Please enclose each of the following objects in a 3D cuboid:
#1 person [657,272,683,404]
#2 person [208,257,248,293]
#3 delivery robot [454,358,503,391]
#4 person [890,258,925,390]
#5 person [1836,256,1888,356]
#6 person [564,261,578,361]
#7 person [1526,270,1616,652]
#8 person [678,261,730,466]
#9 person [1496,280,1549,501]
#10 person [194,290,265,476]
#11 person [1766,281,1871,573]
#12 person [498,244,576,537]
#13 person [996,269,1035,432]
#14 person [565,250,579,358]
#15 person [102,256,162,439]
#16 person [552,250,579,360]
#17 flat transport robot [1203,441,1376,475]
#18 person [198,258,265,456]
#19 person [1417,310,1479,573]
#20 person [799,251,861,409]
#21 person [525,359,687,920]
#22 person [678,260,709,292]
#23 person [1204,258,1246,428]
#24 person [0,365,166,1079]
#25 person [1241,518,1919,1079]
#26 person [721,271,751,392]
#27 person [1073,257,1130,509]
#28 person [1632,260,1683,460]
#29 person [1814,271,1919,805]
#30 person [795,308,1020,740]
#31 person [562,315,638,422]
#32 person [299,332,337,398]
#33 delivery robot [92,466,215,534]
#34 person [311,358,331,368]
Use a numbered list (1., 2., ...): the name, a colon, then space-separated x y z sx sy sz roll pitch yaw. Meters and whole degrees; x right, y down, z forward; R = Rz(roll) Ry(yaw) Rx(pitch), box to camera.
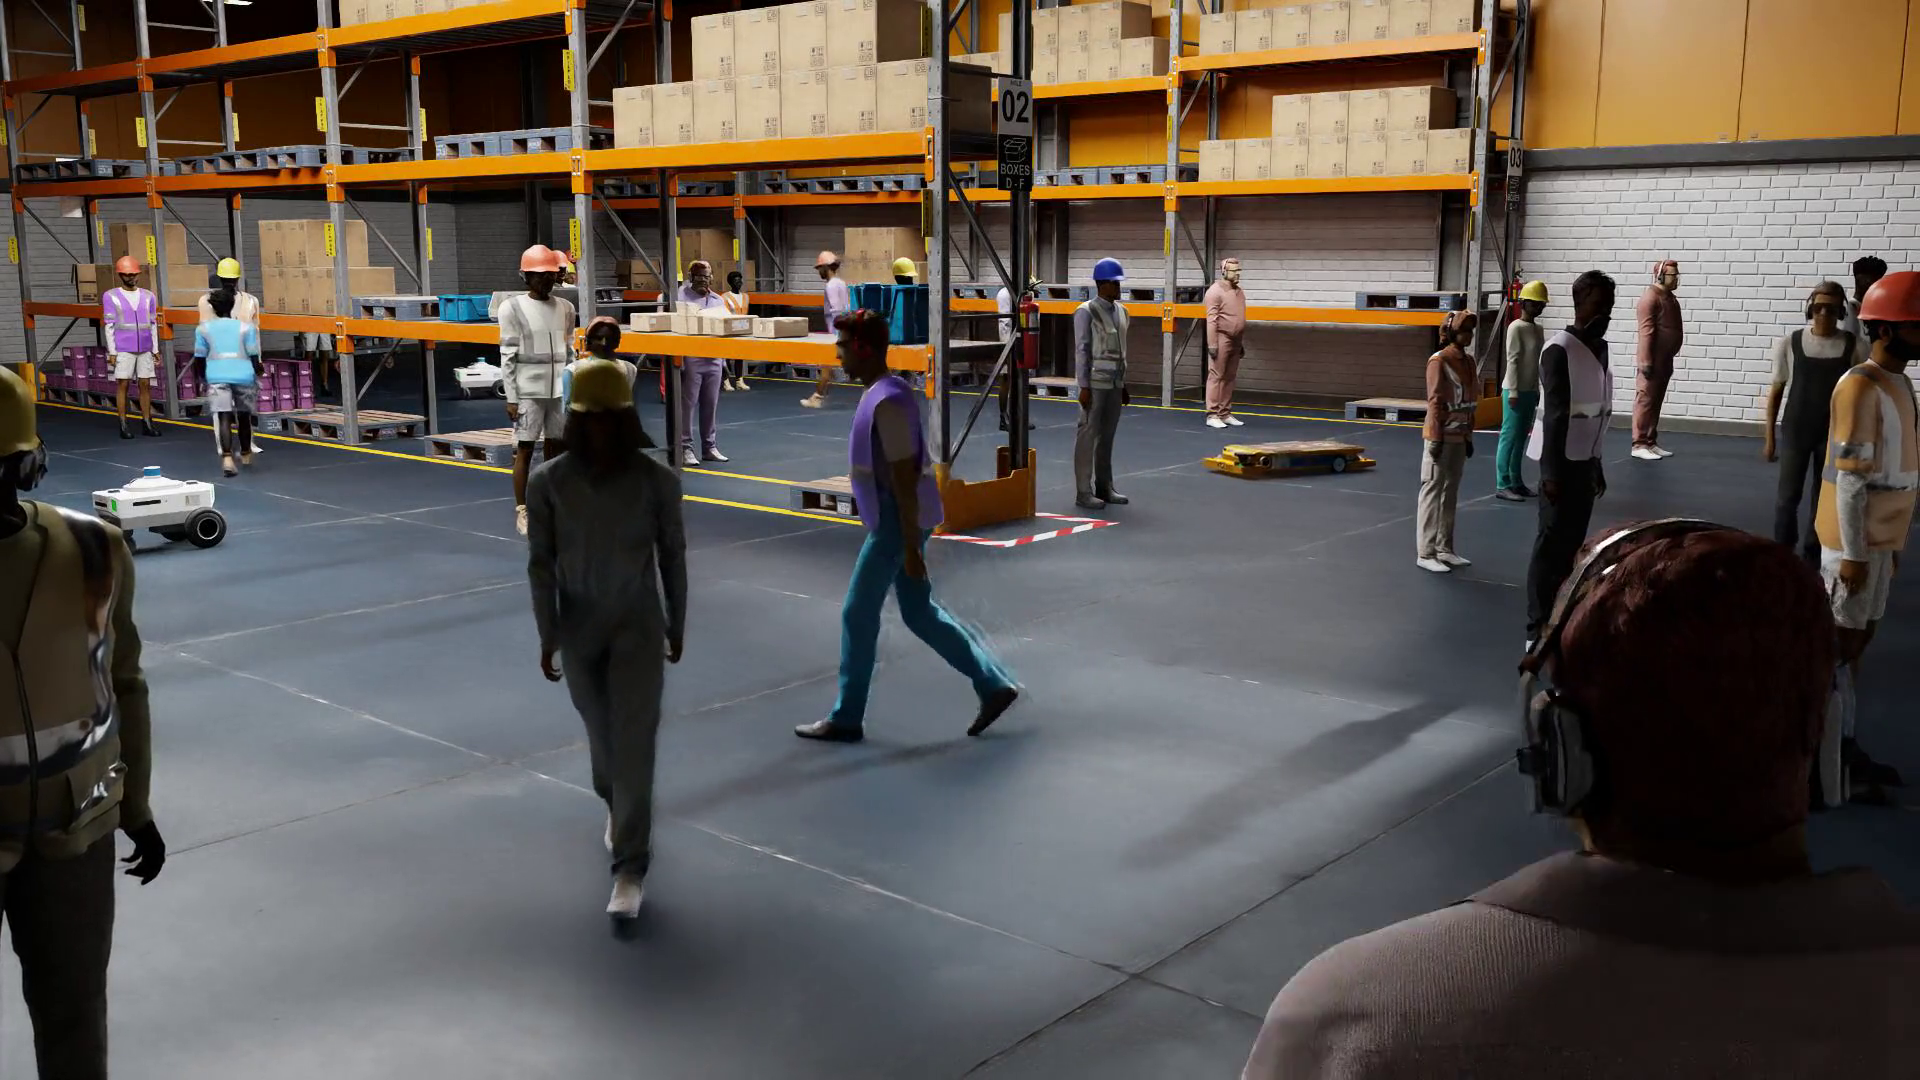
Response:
1. person: -3.696 -2.641 21.612 0.329 1.765 0.525 9 13 42
2. person: -11.819 -3.623 26.865 0.643 1.894 1.007 -4 11 -23
3. delivery robot: -6.404 -2.200 22.268 0.707 0.478 0.477 -4 11 -22
4. person: -0.568 -1.812 16.419 0.384 1.928 0.588 9 13 42
5. person: 6.905 -1.206 12.865 0.374 1.963 0.608 9 13 42
6. person: -5.720 -3.151 24.311 0.404 1.834 0.591 9 13 42
7. person: 3.037 -0.372 8.260 0.399 1.916 0.590 9 13 42
8. person: -2.421 -1.659 15.623 0.400 1.905 0.643 9 13 42
9. person: 4.556 -1.200 13.408 0.329 1.765 0.525 9 13 42
10. person: -6.560 -1.419 14.961 0.565 1.645 0.897 -5 11 -25
11. person: 5.018 -0.597 9.767 0.507 1.831 0.452 4 11 22
12. person: -2.936 -1.047 11.734 0.392 2.045 0.608 9 13 42
13. person: 0.648 -2.170 18.442 0.376 1.934 0.546 9 13 42
14. person: -6.165 -3.595 26.392 0.392 1.991 0.613 9 13 42
15. person: -8.807 -2.050 17.745 0.375 1.939 0.546 9 13 42
16. person: -4.326 -2.114 17.945 0.390 1.995 0.613 9 13 42
17. flat transport robot: 3.000 -0.758 15.130 1.431 0.197 0.652 -4 11 -23
18. person: -7.117 -1.789 16.303 0.383 1.923 0.588 9 13 42
19. person: 3.082 -0.626 10.483 0.314 1.641 0.515 9 13 42
20. person: -1.474 -2.604 20.807 1.063 1.987 0.663 2 10 12
21. person: -1.101 0.267 5.265 0.473 1.690 0.927 -1 10 -4
22. person: -4.103 -3.424 25.866 0.404 1.834 0.591 9 13 42
23. person: 3.035 -2.227 18.839 0.400 1.910 0.643 9 13 42
24. person: -1.847 0.556 3.225 0.404 1.828 0.591 9 13 42
25. person: 0.480 0.925 1.135 0.649 1.842 0.996 2 10 9
26. person: -3.187 -2.956 23.588 0.322 1.697 0.535 9 13 42
27. person: 1.125 -1.229 13.039 0.401 1.949 0.605 9 13 42
28. person: 6.744 -1.734 16.033 0.400 1.910 0.643 9 13 42
29. person: 3.374 -0.012 6.142 0.375 1.939 0.546 9 13 42
30. person: -0.197 -0.049 6.801 0.899 1.797 0.623 0 10 0
31. person: -2.074 -0.483 9.683 0.314 1.636 0.515 9 13 42
32. person: -8.706 -2.887 22.526 0.376 1.934 0.546 9 13 42
33. delivery robot: -5.409 -0.250 11.166 0.477 0.478 0.707 8 13 40
34. person: -10.852 -3.867 27.961 0.618 1.979 0.480 4 11 22
